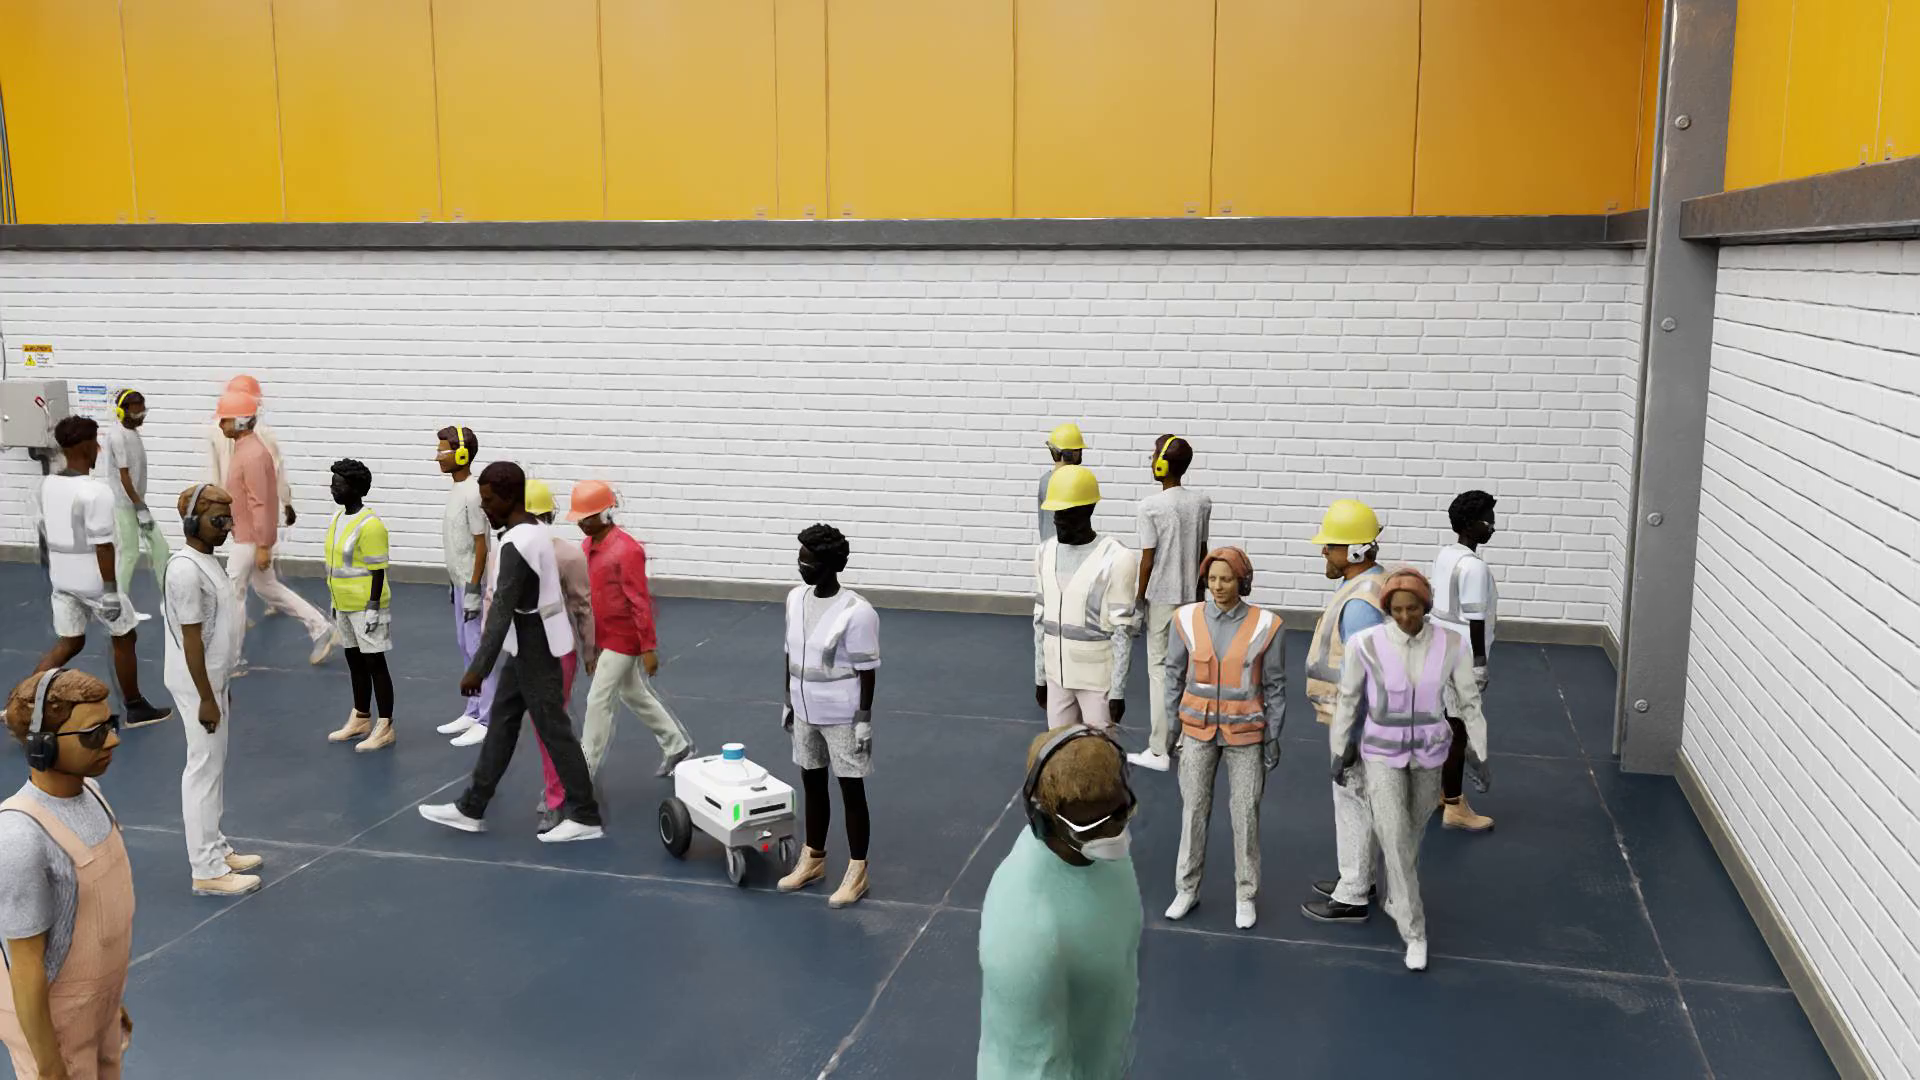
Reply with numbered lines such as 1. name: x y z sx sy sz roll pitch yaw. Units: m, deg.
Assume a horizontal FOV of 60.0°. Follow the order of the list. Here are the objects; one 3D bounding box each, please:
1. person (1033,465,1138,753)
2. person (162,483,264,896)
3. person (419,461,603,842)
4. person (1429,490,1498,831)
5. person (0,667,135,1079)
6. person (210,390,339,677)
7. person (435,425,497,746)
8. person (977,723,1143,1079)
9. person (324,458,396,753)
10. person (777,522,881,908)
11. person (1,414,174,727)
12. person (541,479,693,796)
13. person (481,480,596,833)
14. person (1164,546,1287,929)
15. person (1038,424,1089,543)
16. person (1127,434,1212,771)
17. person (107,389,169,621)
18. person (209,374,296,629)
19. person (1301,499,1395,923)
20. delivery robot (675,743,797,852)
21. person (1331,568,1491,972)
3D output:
1. person: 0.535 0.610 7.553 0.386 1.919 0.581 -9 13 -43
2. person: -3.363 0.663 7.456 0.348 1.842 0.505 -3 10 -16
3. person: -2.195 0.557 7.990 0.951 1.871 0.594 -2 10 -12
4. person: 2.502 0.588 8.318 0.322 1.698 0.533 0 10 -3
5. person: -2.211 1.220 4.164 0.336 1.844 0.508 -2 10 -11
6. person: -4.745 -0.049 11.310 0.940 1.962 0.631 -4 11 -24
7. person: -2.900 0.262 9.733 0.328 1.872 0.514 -5 11 -29
8. person: 0.164 1.288 3.597 0.485 1.911 0.729 3 10 18
9. person: -3.475 0.371 9.602 0.535 1.697 0.318 9 13 42
10. person: -0.578 0.759 7.309 0.533 1.698 0.322 8 13 40
11. person: -5.183 0.226 9.778 0.614 1.932 0.913 5 11 27
12. person: -1.805 0.498 8.842 0.896 1.703 0.585 -7 12 -34
13. person: -2.131 0.571 8.285 0.539 1.741 0.737 3 10 15
14. person: 1.120 0.831 7.058 0.517 1.639 0.314 4 10 21
15. person: 0.684 0.123 10.858 0.309 1.769 0.525 -5 11 -25
16. person: 1.157 0.343 9.239 0.526 1.876 0.324 -6 11 -33
17. person: -6.333 -0.264 12.951 0.754 1.830 0.575 -1 10 -8
18. person: -5.499 -0.300 12.902 0.627 1.956 0.992 4 10 23
19. person: 1.679 0.729 7.128 0.403 1.824 0.594 3 10 18
20. delivery robot: -1.056 1.198 7.792 0.477 0.478 0.707 -7 12 -32
21. person: 1.835 0.900 6.727 0.601 1.593 0.736 0 10 0
